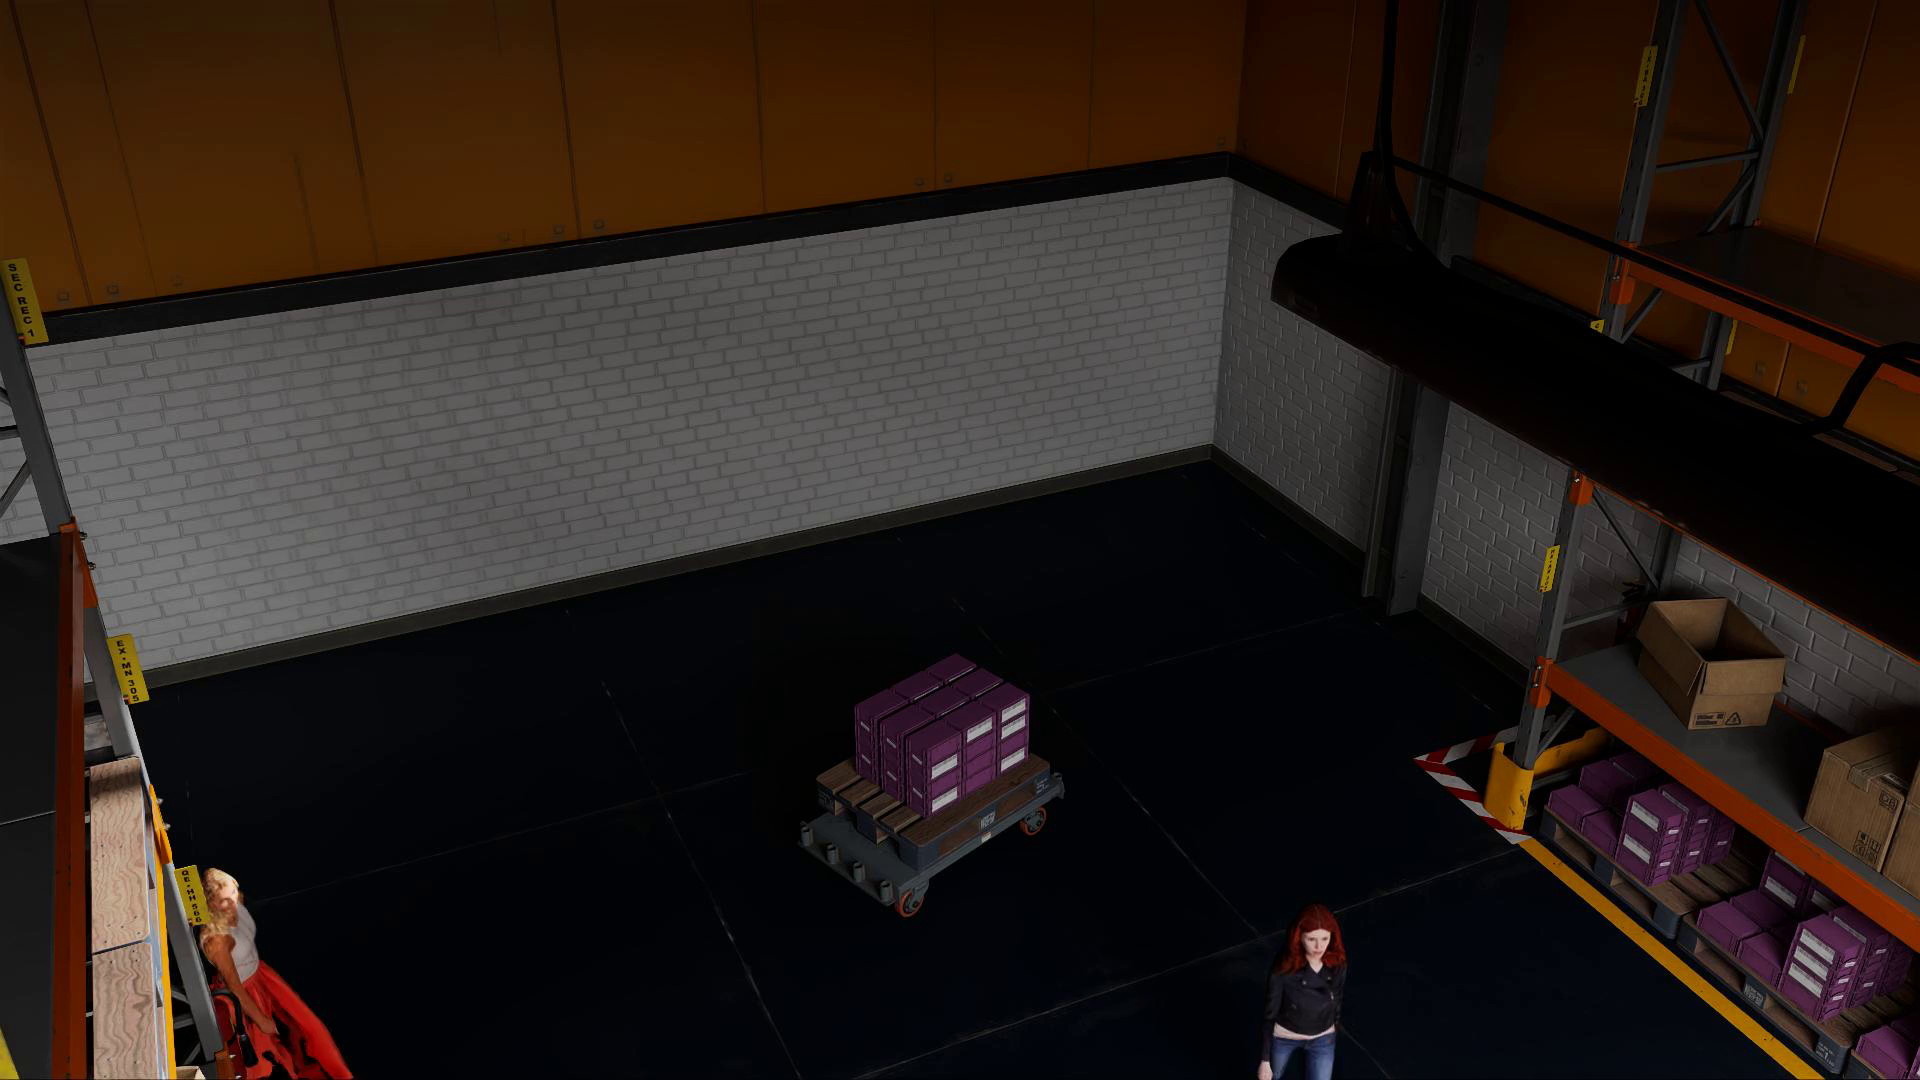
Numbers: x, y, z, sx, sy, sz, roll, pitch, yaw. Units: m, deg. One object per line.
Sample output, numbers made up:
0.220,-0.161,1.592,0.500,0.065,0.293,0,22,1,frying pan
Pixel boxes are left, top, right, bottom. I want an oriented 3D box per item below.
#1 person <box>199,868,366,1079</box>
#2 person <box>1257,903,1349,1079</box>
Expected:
-3.840,2.406,8.681,0.969,1.763,1.078,-4,29,-7,person
1.696,2.529,8.487,0.912,1.734,1.317,-2,29,-4,person
